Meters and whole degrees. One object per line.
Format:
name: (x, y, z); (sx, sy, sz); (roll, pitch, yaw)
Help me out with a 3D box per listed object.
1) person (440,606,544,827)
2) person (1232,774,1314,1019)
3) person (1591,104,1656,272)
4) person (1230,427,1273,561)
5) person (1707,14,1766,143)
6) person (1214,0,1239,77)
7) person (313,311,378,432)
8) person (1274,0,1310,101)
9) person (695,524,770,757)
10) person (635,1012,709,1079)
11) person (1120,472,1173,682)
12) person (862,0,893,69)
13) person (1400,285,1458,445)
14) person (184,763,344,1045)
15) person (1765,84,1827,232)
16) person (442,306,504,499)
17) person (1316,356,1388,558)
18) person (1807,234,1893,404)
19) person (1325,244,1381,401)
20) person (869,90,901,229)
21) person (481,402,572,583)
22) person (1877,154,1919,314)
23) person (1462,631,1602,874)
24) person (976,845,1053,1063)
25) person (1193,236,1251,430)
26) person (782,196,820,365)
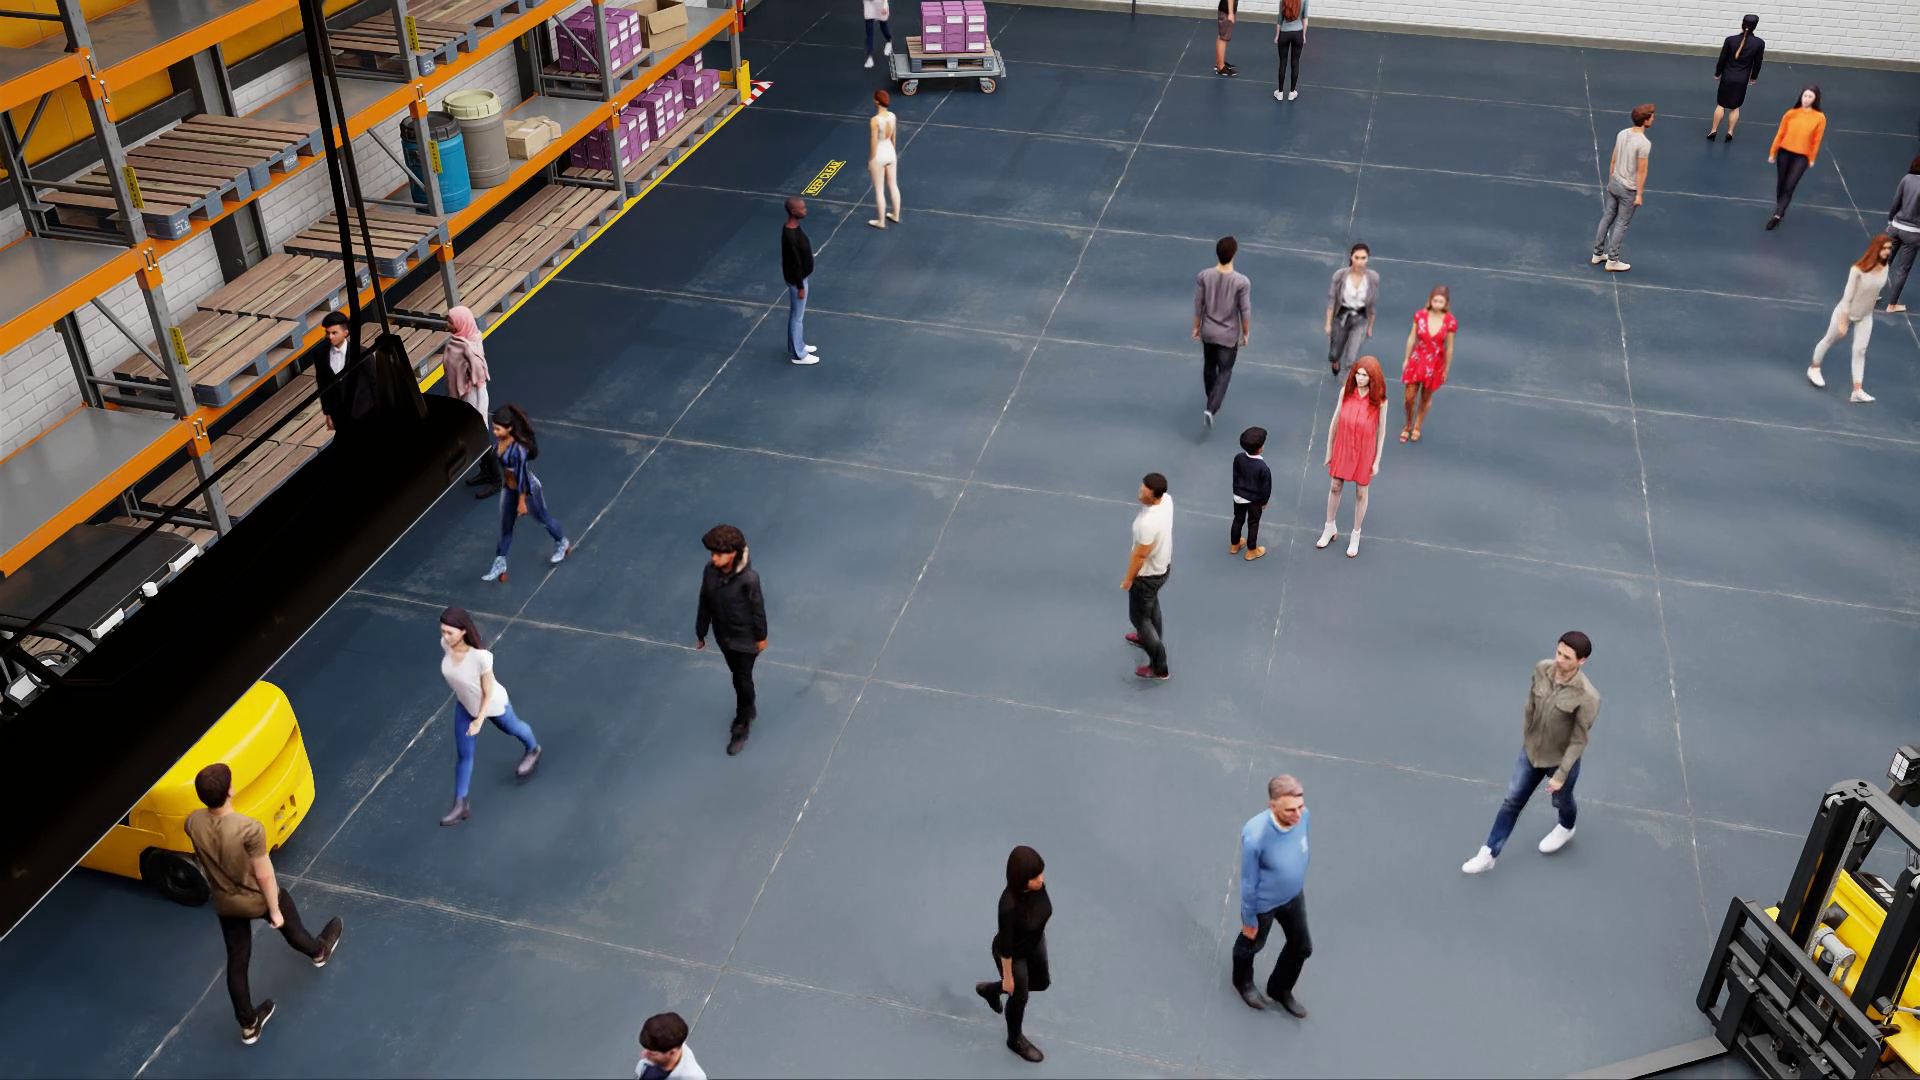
person: (-3.161, 1.089, 11.258); (0.730, 1.628, 1.230); (15, 37, 21)
person: (1.761, 2.012, 9.720); (0.870, 1.794, 0.930); (-20, 38, -27)
person: (7.437, -3.956, 18.608); (0.802, 1.895, 0.698); (-12, 36, -18)
person: (2.413, -0.399, 13.859); (0.587, 1.227, 0.623); (28, 43, 35)
person: (10.274, -6.116, 22.060); (0.712, 1.671, 0.634); (11, 35, 16)
person: (3.928, -7.809, 24.436); (0.772, 1.862, 0.587); (2, 34, 3)
person: (-5.222, -1.121, 14.353); (0.739, 1.884, 0.628); (2, 34, 3)
person: (4.665, -7.098, 23.474); (0.606, 1.742, 0.553); (4, 34, 6)
person: (-1.550, 0.608, 11.866); (0.754, 1.757, 0.856); (17, 37, 24)
person: (-1.385, 2.983, 8.246); (0.800, 1.810, 0.754); (-20, 38, -27)
person: (1.432, 0.252, 12.401); (0.823, 1.758, 0.713); (23, 40, 31)
person: (-1.218, -8.005, 24.833); (0.600, 1.747, 1.093); (8, 35, 12)
person: (4.358, -1.666, 15.445); (0.617, 1.583, 0.664); (13, 36, 18)
person: (-4.140, 2.128, 9.530); (0.727, 1.812, 1.153); (6, 34, 9)
person: (9.867, -4.530, 19.634); (0.936, 1.715, 1.141); (26, 42, 33)
person: (-4.267, -1.221, 14.576); (0.800, 1.804, 0.742); (-18, 38, -25)
person: (3.266, -0.703, 13.776); (0.651, 1.827, 0.591); (18, 38, 25)
person: (8.626, -2.208, 16.190); (0.915, 1.660, 1.172); (-5, 34, -8)
person: (3.753, -2.089, 16.013); (0.665, 1.659, 0.952); (5, 34, 8)
person: (-0.904, -4.523, 19.687); (0.671, 1.644, 0.547); (28, 43, 35)
person: (-3.502, -0.413, 13.570); (0.919, 1.571, 1.136); (26, 42, 34)
person: (10.100, -3.308, 17.749); (0.740, 1.767, 0.673); (-17, 37, -23)
person: (3.874, 1.364, 10.678); (1.281, 1.813, 1.189); (-19, 38, -26)
person: (0.273, 2.296, 9.445); (0.800, 1.626, 0.788); (21, 39, 28)
person: (2.417, -1.930, 15.621); (0.814, 1.826, 1.120); (15, 36, 21)
person: (-1.650, -2.624, 16.735); (0.728, 1.750, 0.602); (-5, 34, -7)
